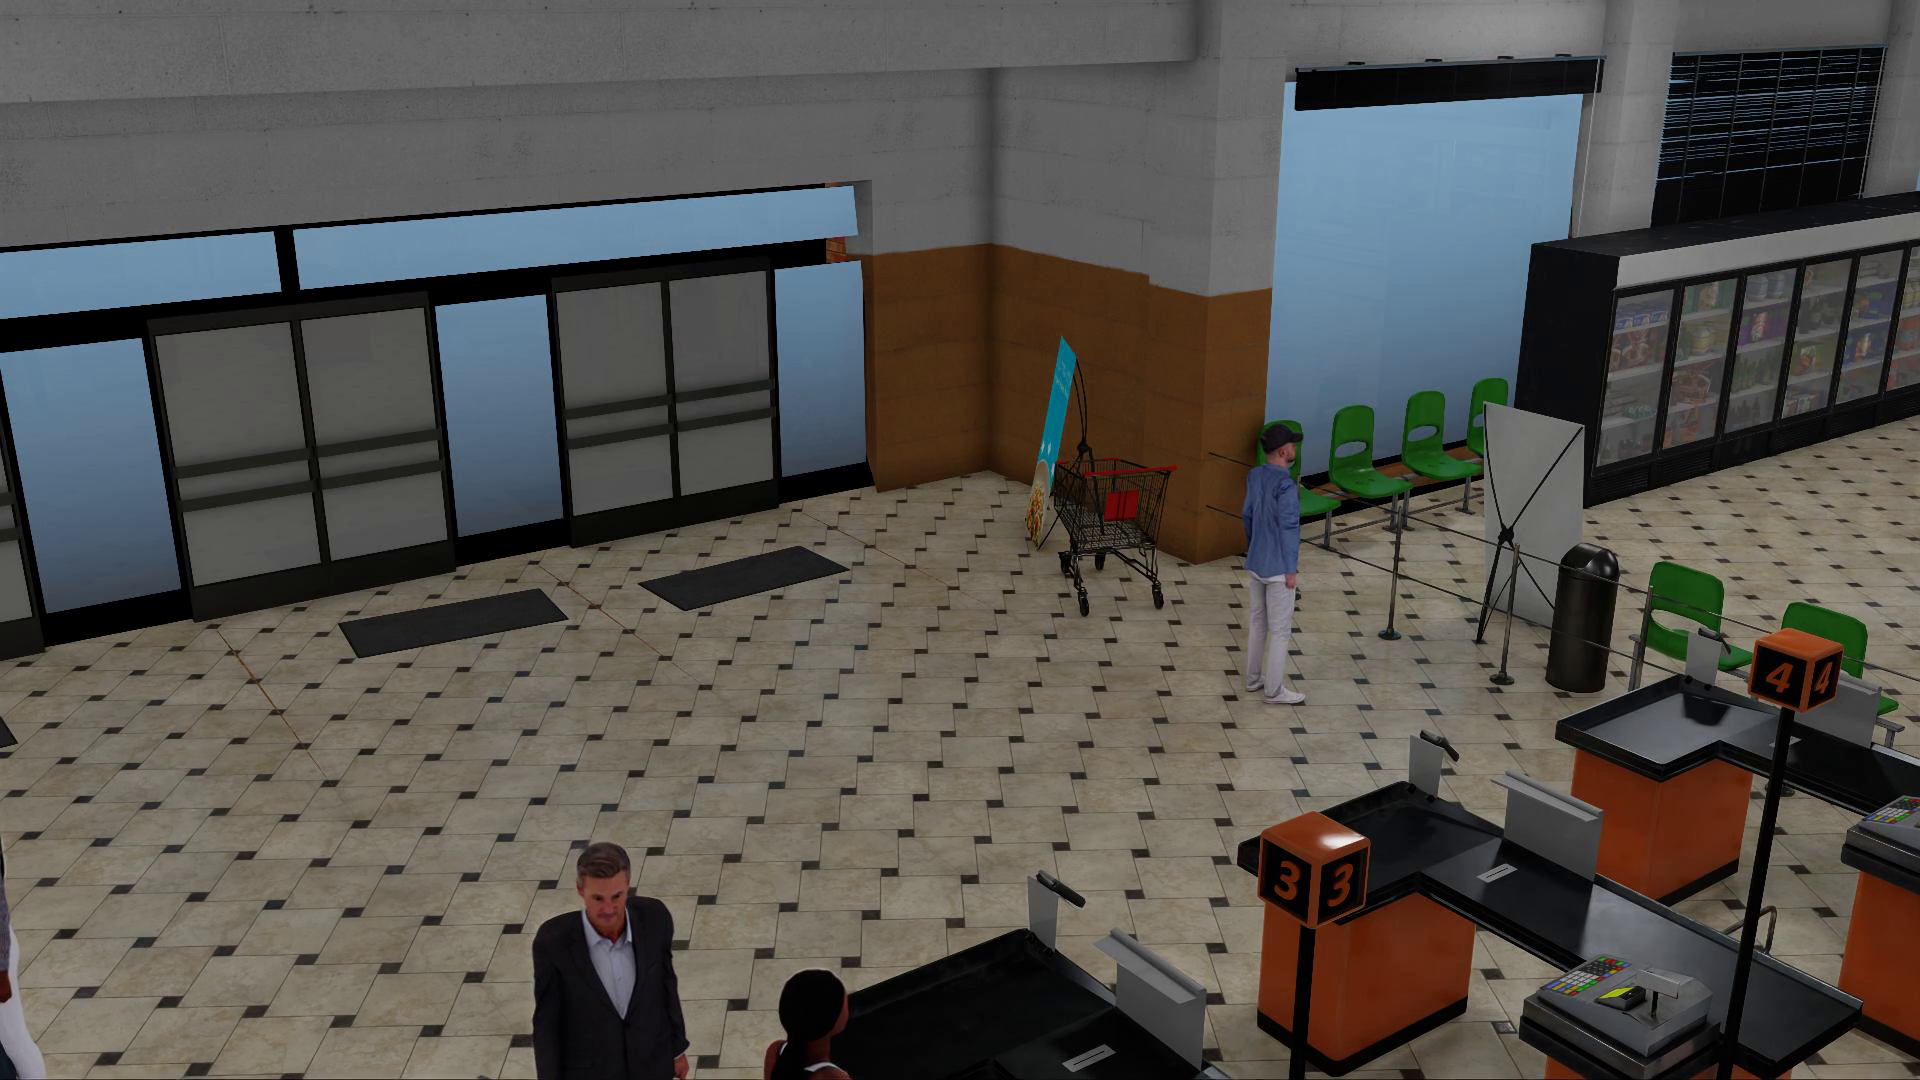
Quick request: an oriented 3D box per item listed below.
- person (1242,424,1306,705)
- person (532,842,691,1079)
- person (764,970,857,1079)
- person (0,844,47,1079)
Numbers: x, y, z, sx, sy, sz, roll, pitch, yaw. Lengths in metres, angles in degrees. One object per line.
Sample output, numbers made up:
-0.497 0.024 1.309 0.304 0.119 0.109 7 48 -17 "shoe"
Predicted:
2.059 0.150 10.940 0.757 1.888 0.576 -8 20 -22 "person"
-1.222 1.879 5.898 0.724 1.835 0.567 -12 22 -31 "person"
-0.453 2.140 5.249 0.510 1.754 0.662 17 25 40 "person"
-3.937 1.681 6.657 0.598 1.724 0.734 10 21 27 "person"
